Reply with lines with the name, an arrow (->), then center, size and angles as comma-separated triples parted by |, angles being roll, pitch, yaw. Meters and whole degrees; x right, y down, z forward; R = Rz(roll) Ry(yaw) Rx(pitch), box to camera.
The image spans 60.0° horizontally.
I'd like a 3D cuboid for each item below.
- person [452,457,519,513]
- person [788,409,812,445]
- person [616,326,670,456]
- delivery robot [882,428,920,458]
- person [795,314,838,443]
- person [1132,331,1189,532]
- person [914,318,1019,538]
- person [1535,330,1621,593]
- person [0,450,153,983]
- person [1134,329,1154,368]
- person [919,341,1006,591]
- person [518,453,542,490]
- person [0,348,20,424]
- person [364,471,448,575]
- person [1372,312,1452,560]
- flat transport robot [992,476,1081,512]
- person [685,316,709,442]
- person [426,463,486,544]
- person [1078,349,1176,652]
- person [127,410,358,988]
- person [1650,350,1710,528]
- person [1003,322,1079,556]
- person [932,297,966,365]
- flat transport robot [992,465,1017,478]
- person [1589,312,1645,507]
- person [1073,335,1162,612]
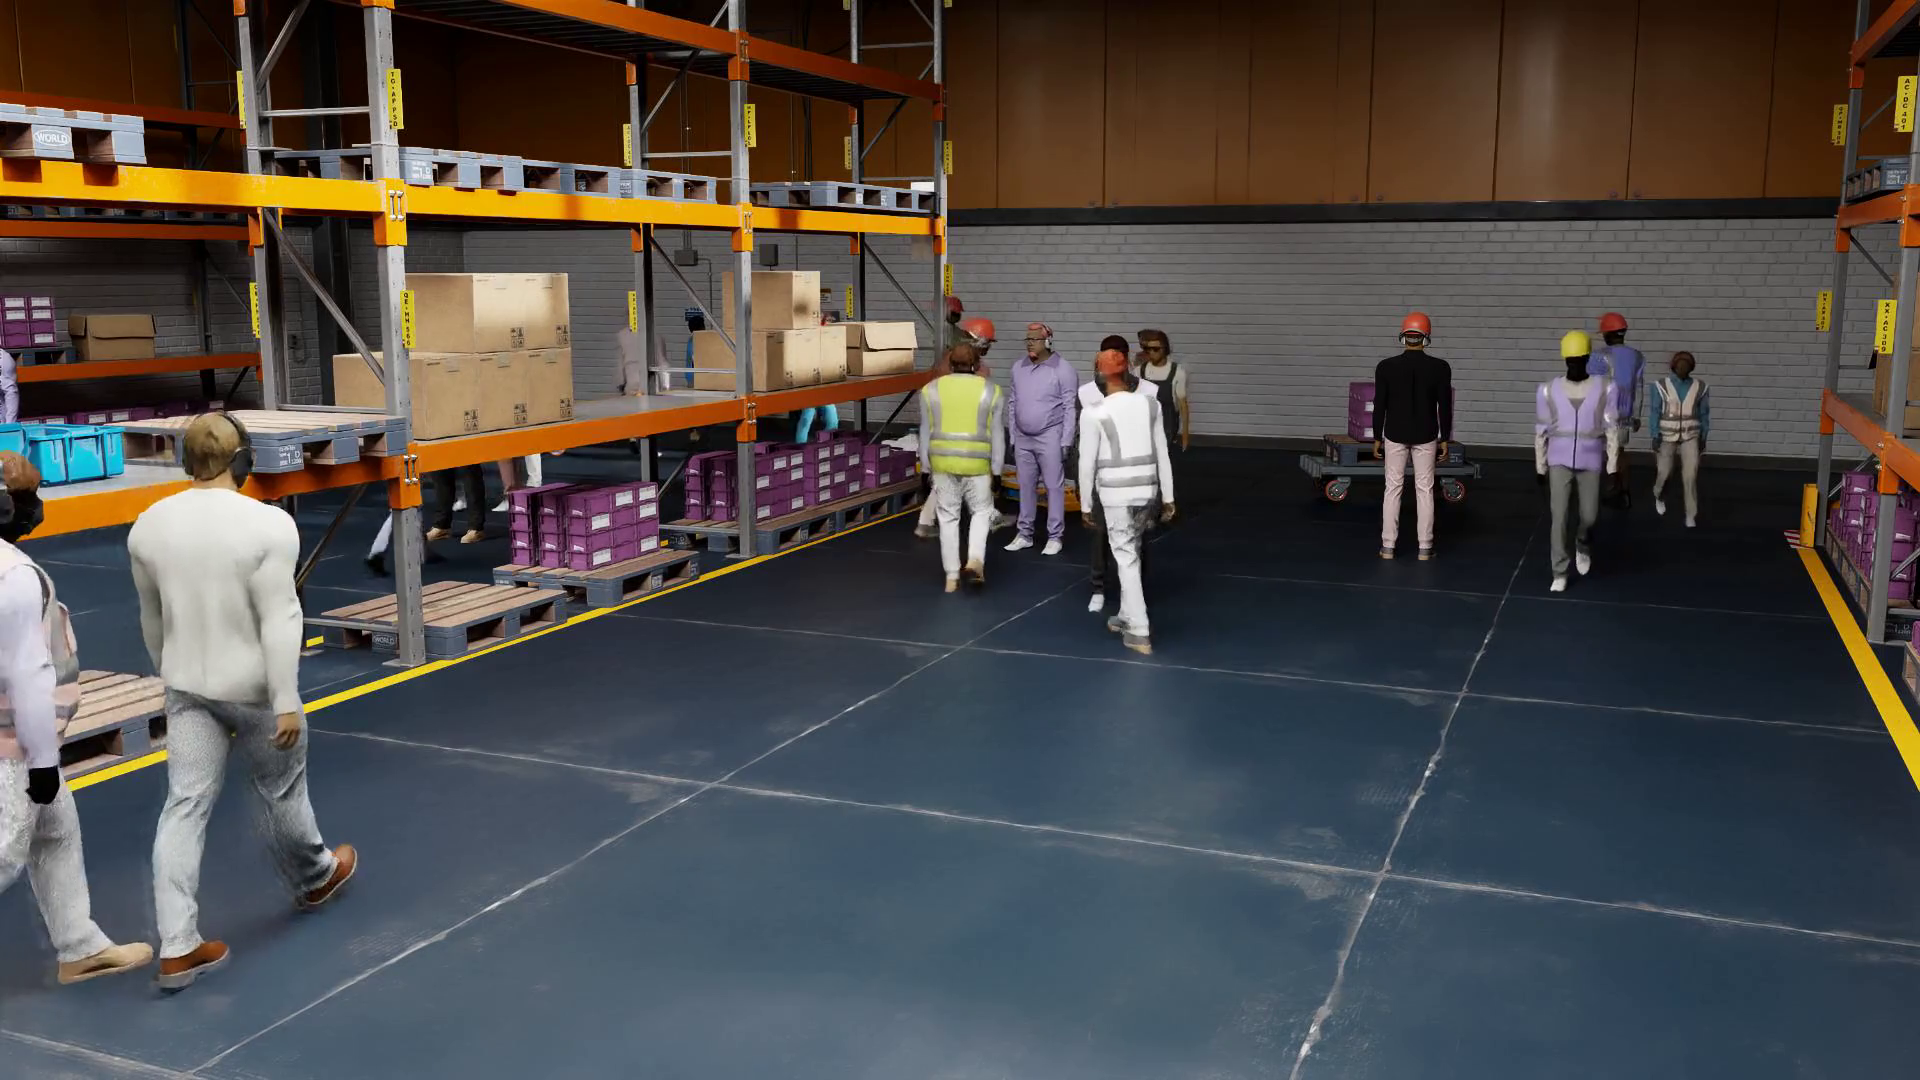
person -> -4.581, -1.170, 15.834 | 0.650, 1.878, 0.821 | 9, 13, 43
person -> -2.068, -1.917, 20.945 | 0.540, 1.686, 0.378 | -8, 13, -42
person -> -3.882, -1.956, 20.533 | 0.675, 1.892, 0.434 | 3, 10, 16
delivery robot -> -0.513, -0.998, 18.500 | 0.707, 0.478, 0.477 | 6, 11, 31
person -> -1.571, -1.702, 19.278 | 0.904, 1.793, 0.624 | 7, 11, 35
person -> 1.791, -0.992, 15.041 | 0.505, 1.785, 1.027 | 5, 11, 27
person -> 0.025, -0.974, 14.546 | 1.055, 1.920, 0.681 | -5, 11, -28
person -> 4.529, -0.590, 12.232 | 0.600, 1.905, 0.689 | 4, 10, 23
person -> -3.070, 0.625, 5.191 | 0.622, 1.812, 0.875 | 9, 13, 44
person -> 2.183, -1.661, 19.571 | 0.502, 1.623, 0.513 | -4, 10, -21
person -> 0.009, -0.519, 12.043 | 0.643, 1.830, 0.463 | 1, 9, 6
person -> -4.511, -1.373, 17.237 | 0.405, 1.824, 0.585 | -3, 10, -17
person -> -8.697, -1.039, 14.848 | 0.629, 1.939, 0.372 | 2, 9, 9
person -> -4.333, -0.604, 12.849 | 0.554, 1.727, 0.844 | 6, 11, 31
person -> 3.640, -0.830, 13.409 | 0.622, 1.993, 0.381 | 3, 10, 16
flat transport robot -> 0.872, -0.474, 16.466 | 0.652, 0.197, 1.431 | -6, 11, -32
person -> -3.543, -2.171, 22.435 | 0.316, 1.695, 0.541 | -1, 9, -5
person -> -4.346, -0.982, 14.191 | 0.677, 2.000, 0.536 | 3, 10, 19
person -> 0.985, -0.256, 10.374 | 0.629, 1.848, 0.800 | -5, 11, -27
person -> -2.503, 0.493, 5.733 | 0.655, 1.880, 1.039 | 2, 10, 10
person -> 6.589, -0.946, 15.273 | 0.520, 1.608, 0.628 | 3, 10, 16
person -> 0.647, -0.827, 13.659 | 0.643, 1.910, 0.399 | 7, 12, 36
person -> -0.108, -2.048, 20.862 | 0.646, 1.972, 0.640 | 7, 12, 35
flat transport robot -> 0.271, -0.690, 17.770 | 0.652, 0.197, 1.431 | -4, 10, -25
person -> 6.370, -1.260, 16.256 | 0.538, 1.917, 0.444 | -3, 10, -19
person -> 1.073, -0.444, 11.372 | 0.597, 1.900, 0.429 | 2, 10, 11
